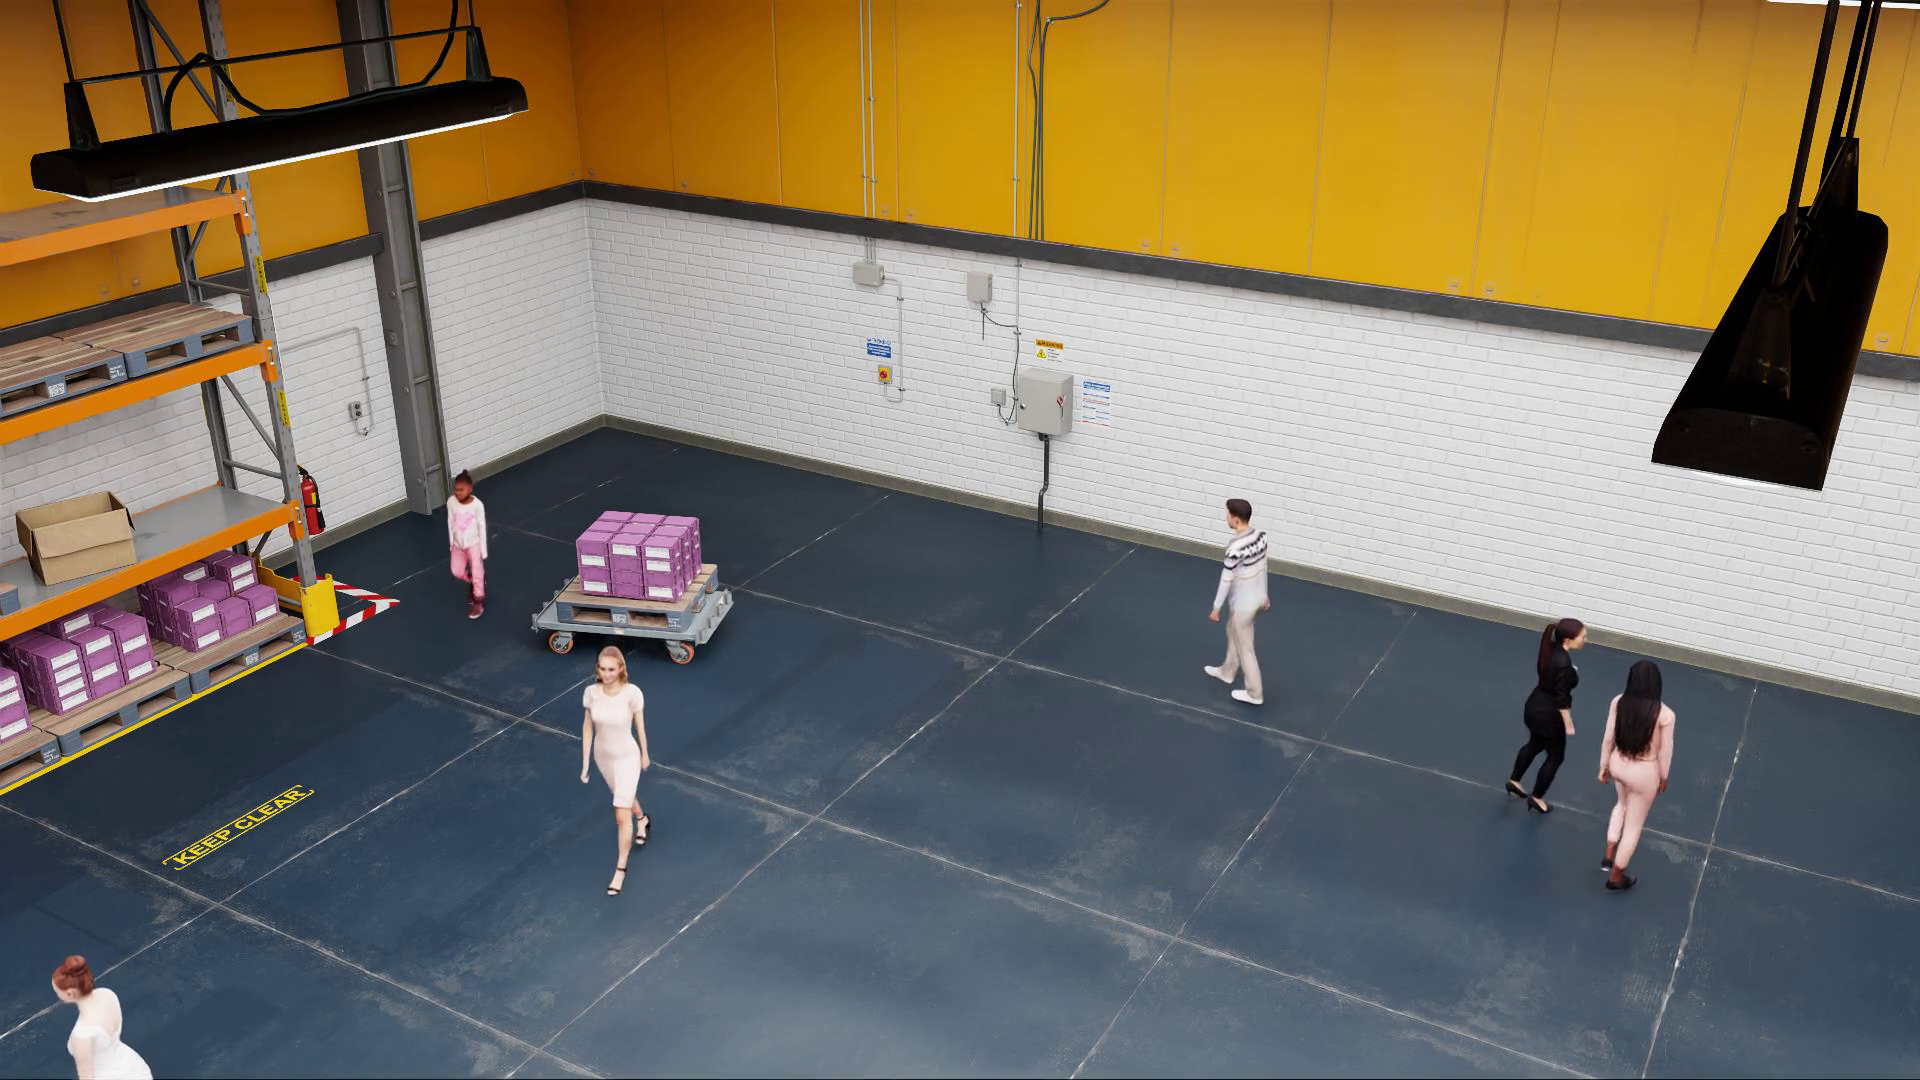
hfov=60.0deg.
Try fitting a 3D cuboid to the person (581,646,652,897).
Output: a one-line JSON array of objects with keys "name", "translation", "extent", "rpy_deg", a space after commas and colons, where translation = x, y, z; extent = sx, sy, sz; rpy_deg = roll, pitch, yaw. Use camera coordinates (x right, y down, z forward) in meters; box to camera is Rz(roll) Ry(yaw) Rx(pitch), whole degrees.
[{"name": "person", "translation": [-2.389, 1.526, 11.760], "extent": [0.800, 1.784, 1.165], "rpy_deg": [5, 24, 11]}]

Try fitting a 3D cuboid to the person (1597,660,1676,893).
[{"name": "person", "translation": [4.620, 1.675, 11.532], "extent": [0.749, 1.695, 0.717], "rpy_deg": [-12, 26, -25]}]

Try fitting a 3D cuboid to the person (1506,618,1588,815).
[{"name": "person", "translation": [4.324, 1.338, 12.382], "extent": [0.783, 1.632, 0.676], "rpy_deg": [-3, 24, -6]}]

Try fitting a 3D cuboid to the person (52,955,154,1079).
[{"name": "person", "translation": [-4.379, 2.888, 8.642], "extent": [0.972, 1.786, 0.860], "rpy_deg": [-1, 24, -2]}]

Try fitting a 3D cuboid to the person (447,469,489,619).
[{"name": "person", "translation": [-4.613, 0.000, 15.682], "extent": [0.657, 1.441, 0.745], "rpy_deg": [5, 24, 12]}]

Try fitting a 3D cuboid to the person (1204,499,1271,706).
[{"name": "person", "translation": [2.459, 0.550, 13.930], "extent": [0.864, 1.835, 0.910], "rpy_deg": [20, 30, 37]}]
